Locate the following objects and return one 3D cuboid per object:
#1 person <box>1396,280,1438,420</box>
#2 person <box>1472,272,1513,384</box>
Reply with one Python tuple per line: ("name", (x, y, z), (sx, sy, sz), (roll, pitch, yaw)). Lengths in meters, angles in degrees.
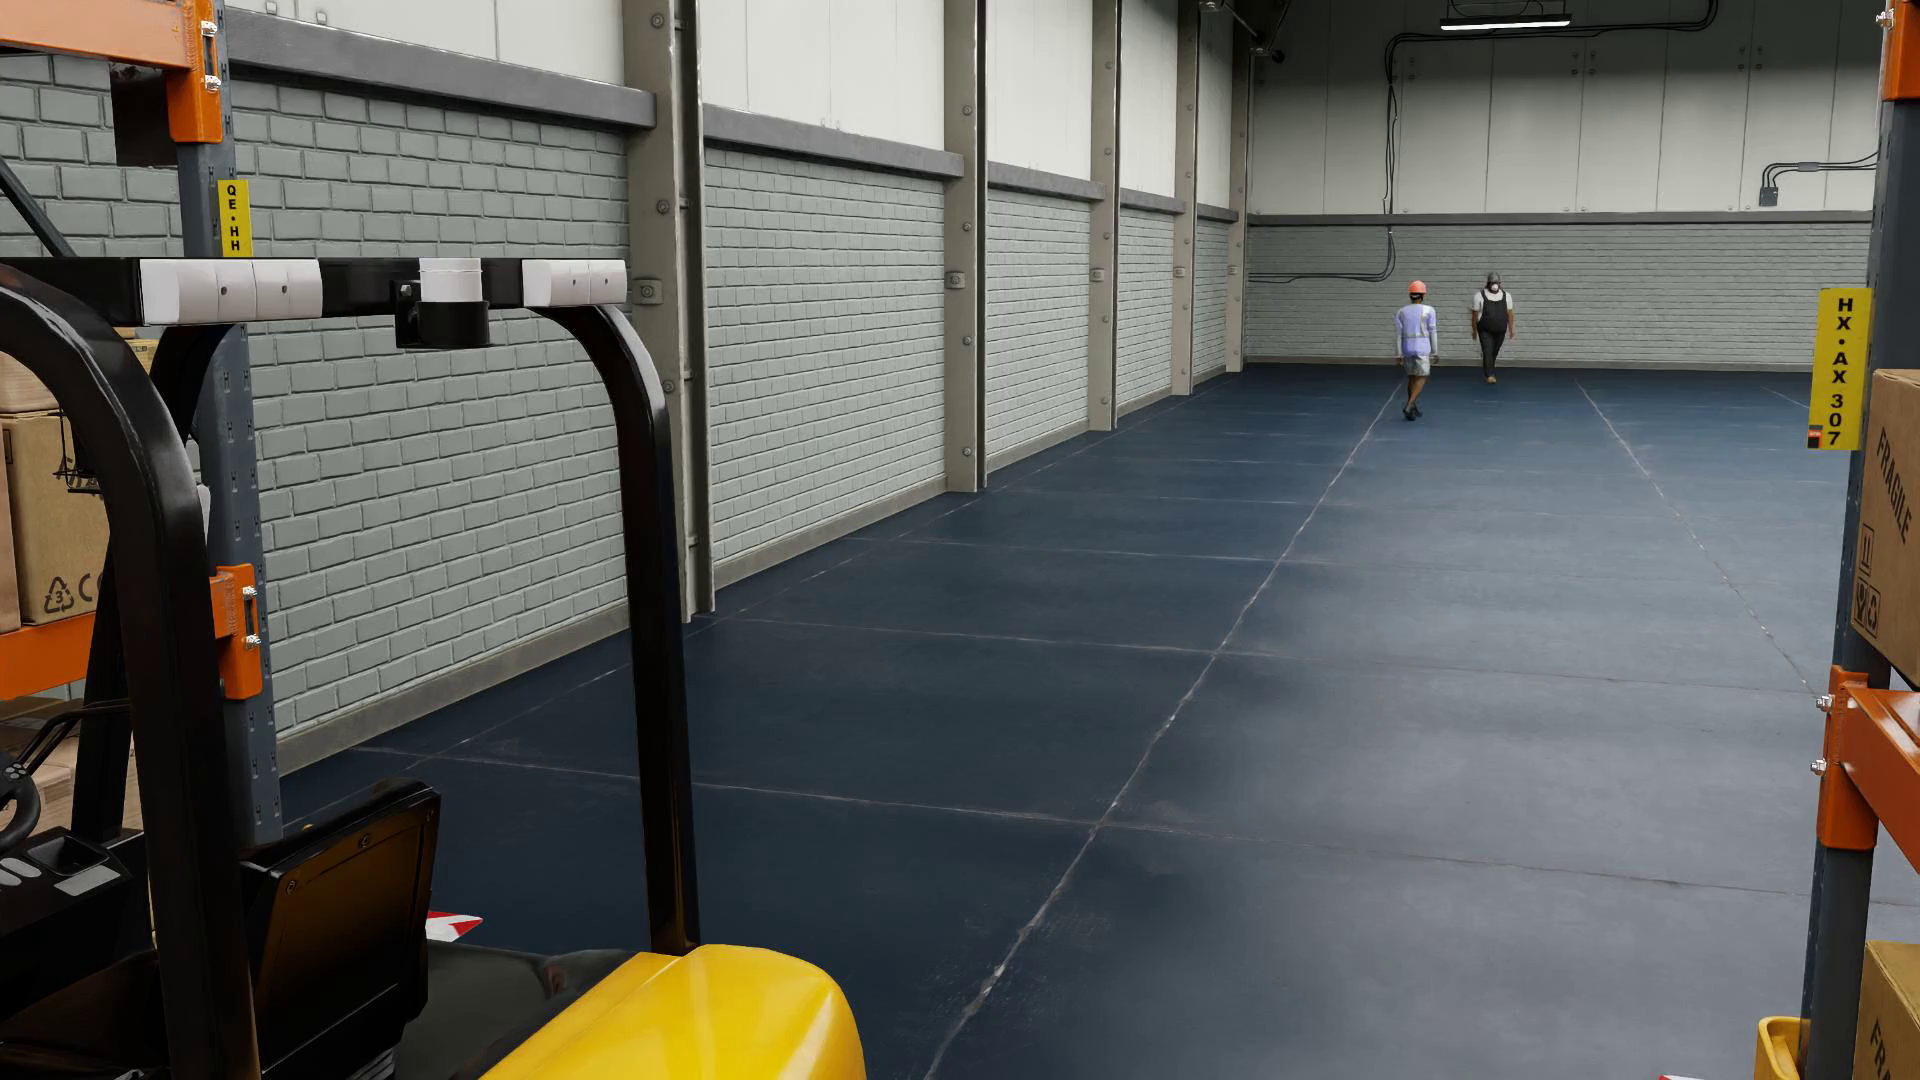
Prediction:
("person", (6.241, -2.595, 22.788), (0.561, 1.913, 0.804), (9, 13, 42))
("person", (9.498, -3.814, 29.654), (0.688, 2.000, 1.045), (0, 10, 0))
